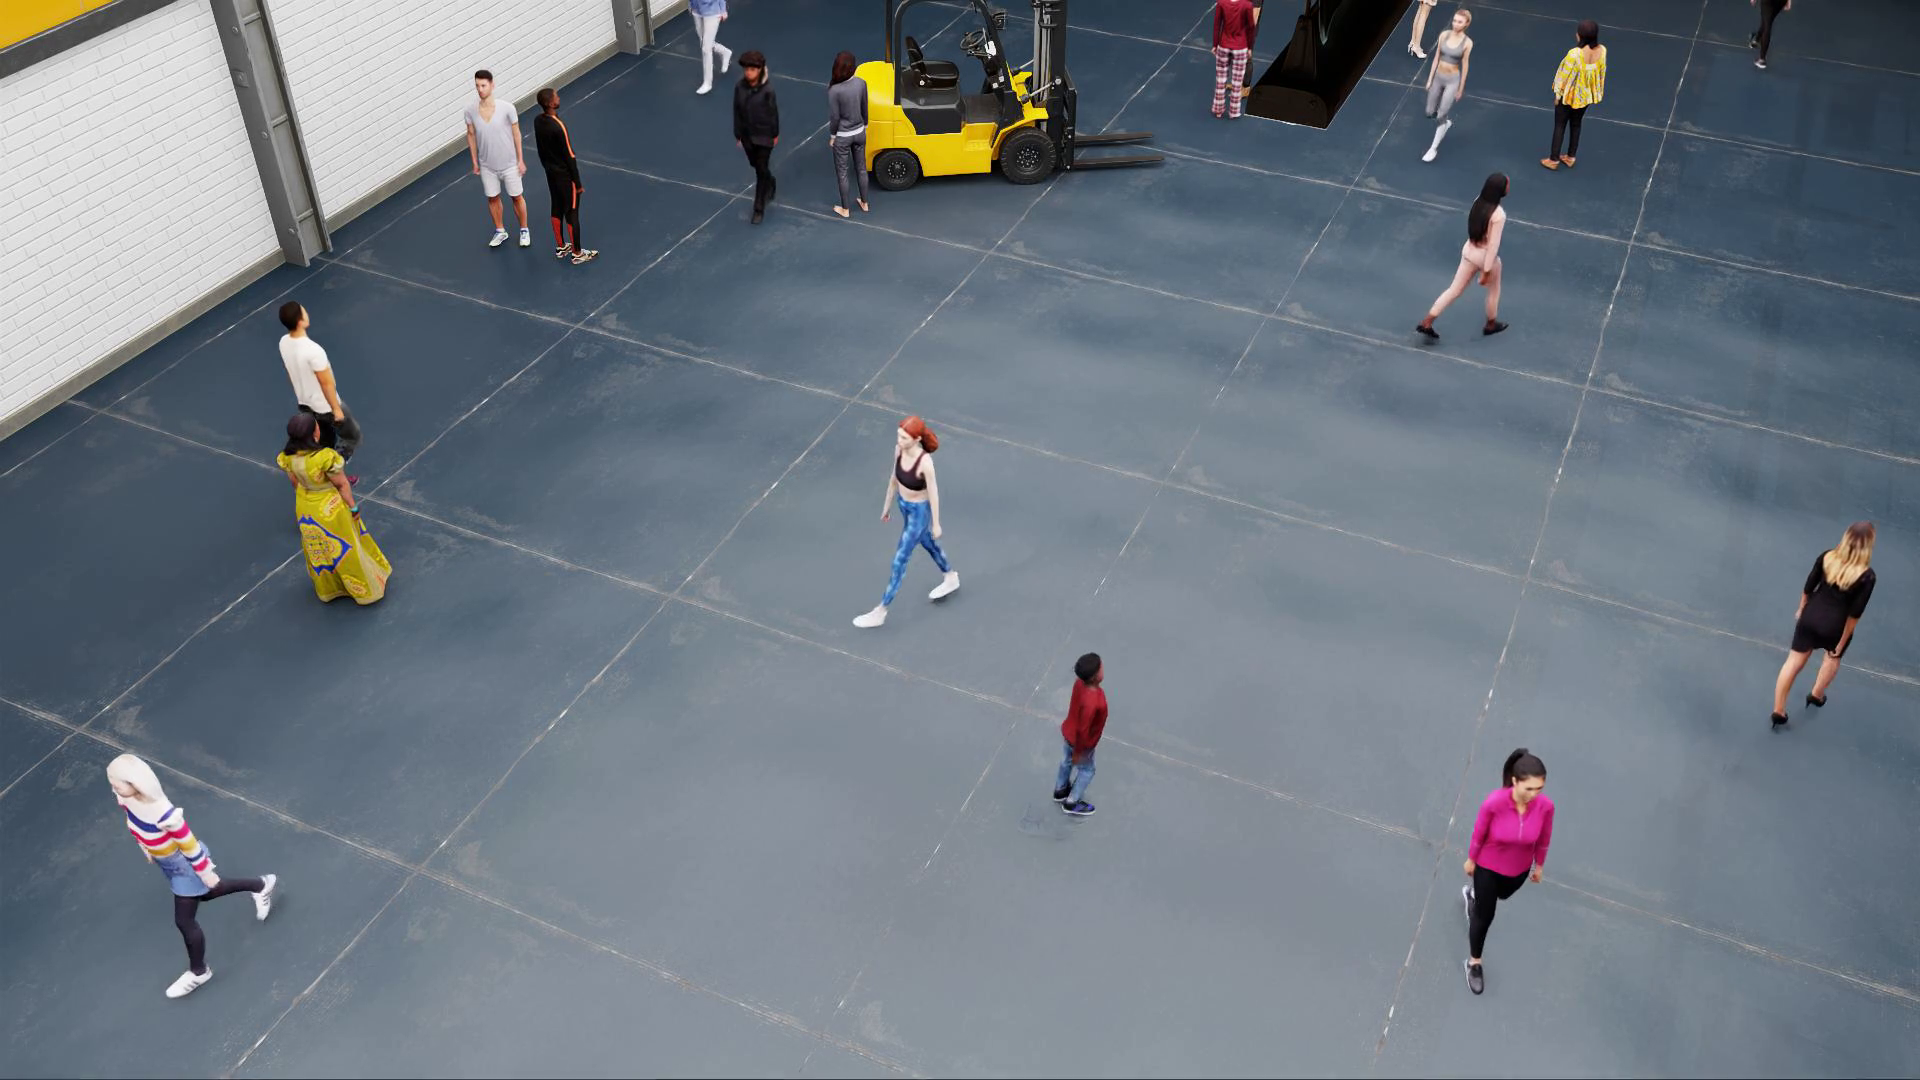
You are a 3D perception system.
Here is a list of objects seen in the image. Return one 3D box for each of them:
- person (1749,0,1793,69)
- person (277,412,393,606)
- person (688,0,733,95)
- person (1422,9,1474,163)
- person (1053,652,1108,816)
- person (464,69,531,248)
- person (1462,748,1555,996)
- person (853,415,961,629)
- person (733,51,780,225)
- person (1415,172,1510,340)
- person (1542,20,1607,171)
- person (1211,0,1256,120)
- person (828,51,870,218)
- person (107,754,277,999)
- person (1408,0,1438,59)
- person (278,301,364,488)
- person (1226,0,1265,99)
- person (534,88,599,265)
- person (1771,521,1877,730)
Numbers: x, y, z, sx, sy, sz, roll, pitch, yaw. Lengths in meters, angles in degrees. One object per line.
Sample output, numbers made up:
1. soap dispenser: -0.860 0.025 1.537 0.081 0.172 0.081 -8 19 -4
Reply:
1. person: 10.001 -6.600 20.379 0.807 1.604 1.160 4 39 5
2. person: -4.705 -0.231 12.368 0.898 1.659 0.831 10 40 12
3. person: -2.985 -6.356 19.869 0.704 1.859 1.124 20 43 23
4. person: 5.407 -5.056 18.373 0.727 1.695 0.910 29 47 31
5. person: 0.743 1.278 10.814 0.696 1.230 0.625 0 39 0
6. person: -4.638 -3.838 16.721 0.768 1.854 0.731 -1 39 -1
7. person: 3.175 1.827 9.771 0.853 1.684 1.060 -1 39 -1
8. person: -0.264 -0.181 12.250 1.261 1.728 1.000 -24 44 -27
9. person: -2.101 -4.261 17.334 0.770 1.749 1.169 9 39 11
10. person: 4.668 -2.539 15.237 1.208 1.677 1.171 -12 40 -14
11. person: 6.709 -4.846 18.145 0.880 1.652 0.943 -16 41 -19
12. person: 3.143 -5.694 19.171 0.641 1.696 0.538 11 40 13
13. person: -1.146 -4.222 17.271 0.641 1.768 0.752 -23 44 -26
14. person: -4.458 1.812 9.711 0.799 1.773 1.169 21 43 24
15. person: 5.798 -6.851 20.589 0.704 1.736 0.590 0 39 0
16. person: -5.188 -1.058 13.296 0.707 1.794 0.721 22 44 25
17. person: 3.397 -6.095 19.657 0.770 1.716 0.652 -2 39 -3
18. person: -3.961 -3.619 16.483 0.679 1.808 0.611 27 46 29
19. person: 5.800 0.643 11.277 0.888 1.645 0.755 -26 46 -29
